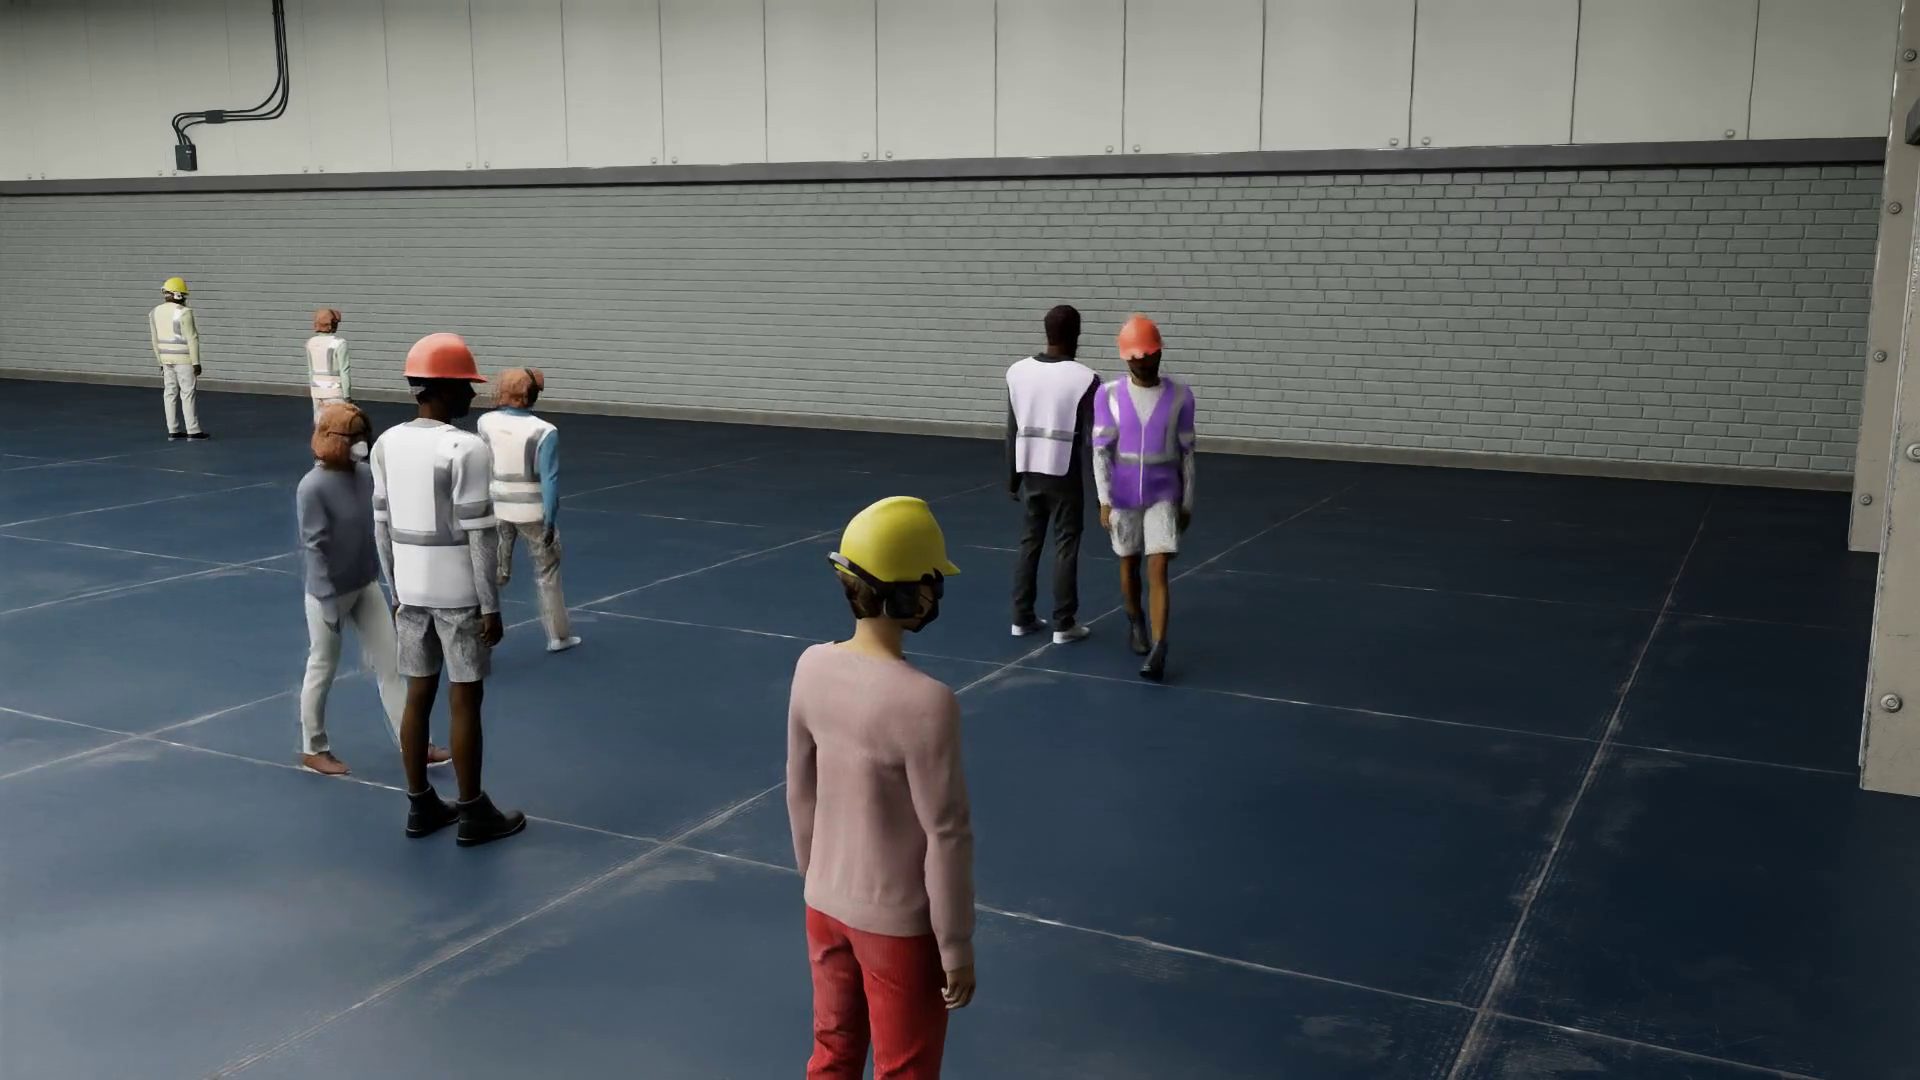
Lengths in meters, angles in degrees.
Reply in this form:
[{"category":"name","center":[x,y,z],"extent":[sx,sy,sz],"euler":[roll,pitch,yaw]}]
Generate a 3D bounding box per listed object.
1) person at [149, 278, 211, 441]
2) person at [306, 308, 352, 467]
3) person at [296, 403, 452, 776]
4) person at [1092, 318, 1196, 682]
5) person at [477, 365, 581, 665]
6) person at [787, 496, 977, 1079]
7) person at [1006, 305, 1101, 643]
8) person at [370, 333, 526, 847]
[{"category":"person","center":[-8.727,-2.011,18.610],"extent":[0.587,1.822,0.403],"euler":[4,11,20]},{"category":"person","center":[-5.794,-1.307,15.300],"extent":[0.515,1.631,0.316],"euler":[6,12,29]},{"category":"person","center":[-2.503,0.231,6.985],"extent":[0.755,1.598,0.517],"euler":[4,11,20]},{"category":"person","center":[0.970,-0.232,8.802],"extent":[0.537,1.877,1.022],"euler":[2,11,9]},{"category":"person","center":[-2.377,-0.134,8.939],"extent":[0.521,1.611,0.768],"euler":[3,11,15]},{"category":"person","center":[-0.148,0.783,3.524],"extent":[0.324,1.767,0.533],"euler":[-9,14,-41]},{"category":"person","center":[0.528,-0.356,9.408],"extent":[0.611,1.888,0.416],"euler":[7,12,33]},{"category":"person","center":[-1.942,0.190,6.300],"extent":[0.548,1.934,0.375],"euler":[5,12,27]}]
